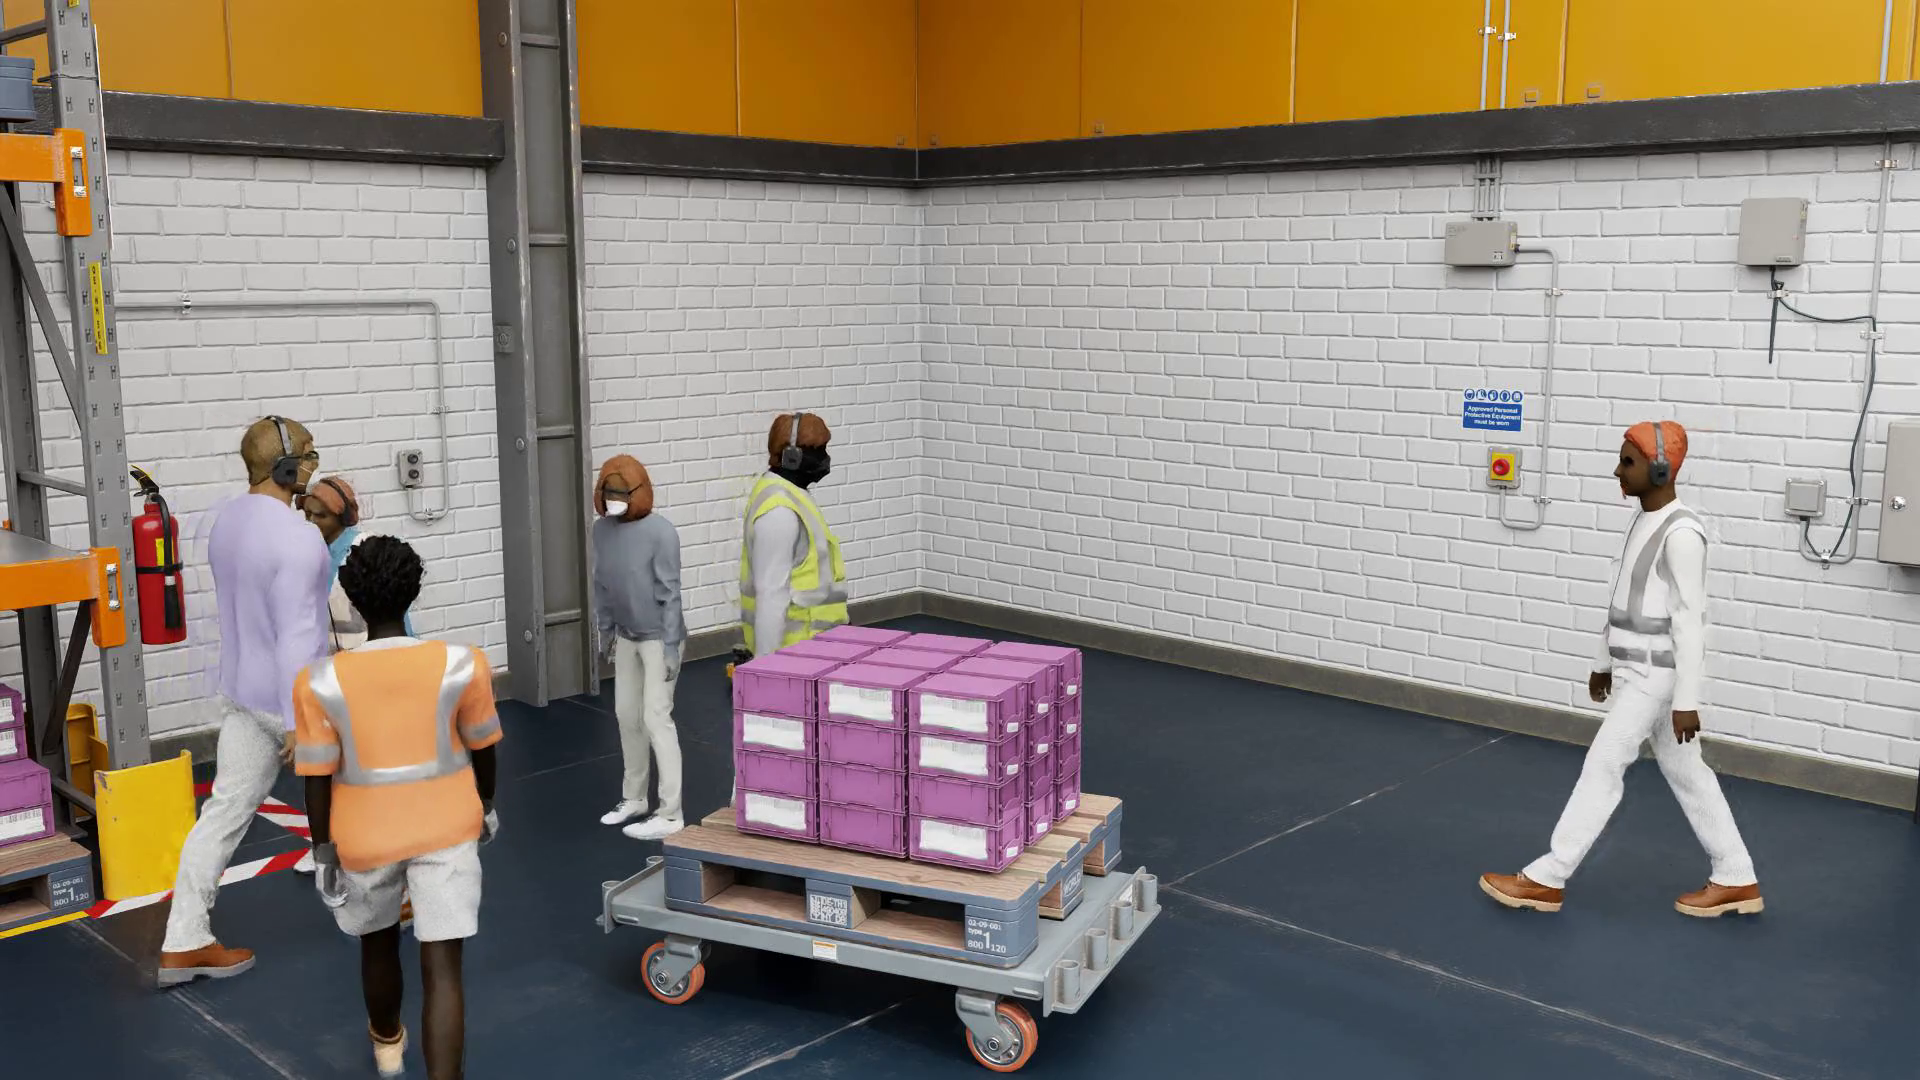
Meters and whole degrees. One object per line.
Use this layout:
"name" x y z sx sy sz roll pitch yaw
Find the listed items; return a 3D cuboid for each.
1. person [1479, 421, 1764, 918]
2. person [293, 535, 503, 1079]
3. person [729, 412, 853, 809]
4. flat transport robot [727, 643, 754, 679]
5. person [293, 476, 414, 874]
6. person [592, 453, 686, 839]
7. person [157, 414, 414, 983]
"person" 2.481 0.479 6.029 1.007 1.832 0.597 2 9 12
"person" -1.516 0.808 4.556 0.530 1.654 0.887 -3 10 -15
"person" -0.566 0.393 6.609 0.829 1.803 0.629 -1 9 -7
"flat transport robot" -0.616 0.742 9.177 0.652 0.197 1.431 -8 12 -41
"person" -2.461 0.485 6.837 0.529 1.554 1.012 4 10 21
"person" -1.343 0.432 6.949 0.542 1.618 0.357 8 12 39
"person" -2.299 0.517 5.629 0.648 1.889 1.014 8 12 40
